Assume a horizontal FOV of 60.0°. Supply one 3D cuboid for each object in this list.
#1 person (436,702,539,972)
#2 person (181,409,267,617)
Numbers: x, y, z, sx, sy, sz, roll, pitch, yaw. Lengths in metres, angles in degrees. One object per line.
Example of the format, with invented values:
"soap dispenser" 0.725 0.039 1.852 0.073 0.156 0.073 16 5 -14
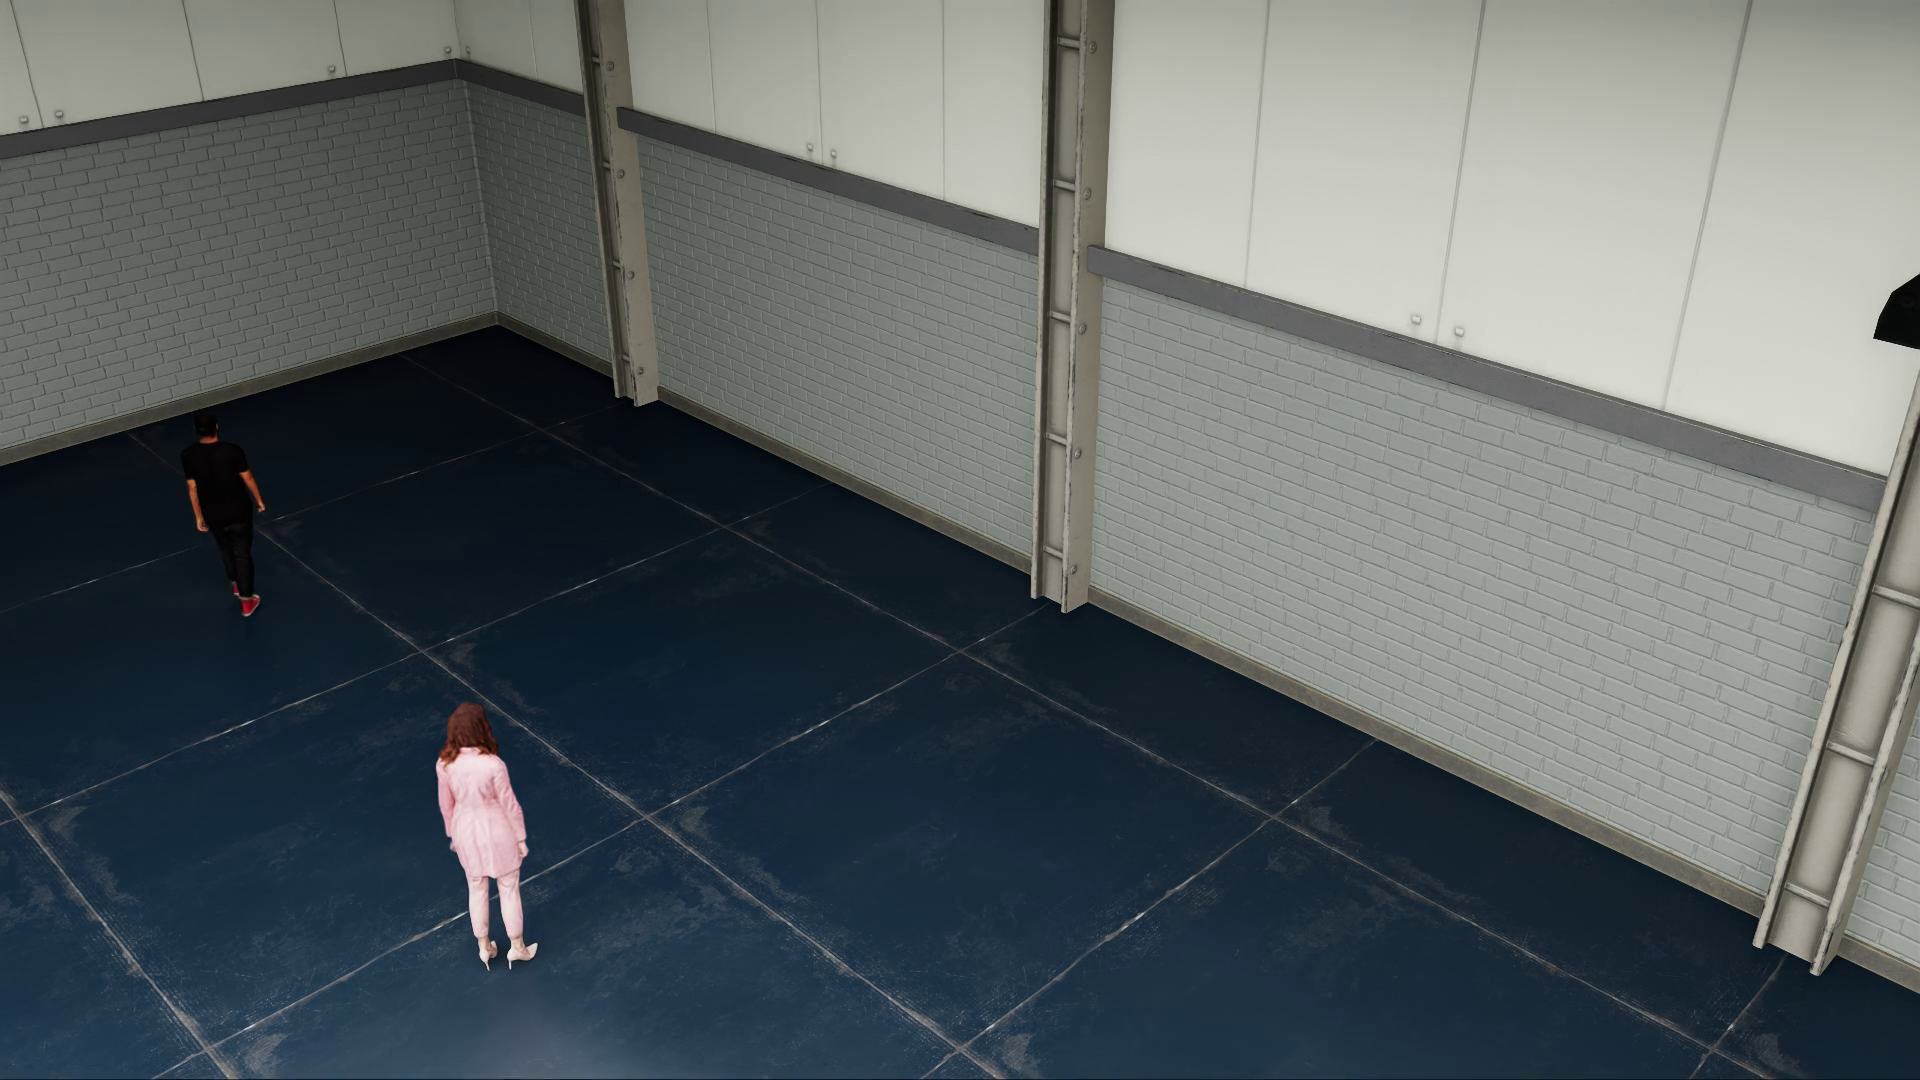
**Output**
"person" -2.742 1.728 9.593 0.665 1.802 0.754 3 28 6
"person" -5.853 -0.189 13.256 0.915 1.742 0.997 -3 28 -5
